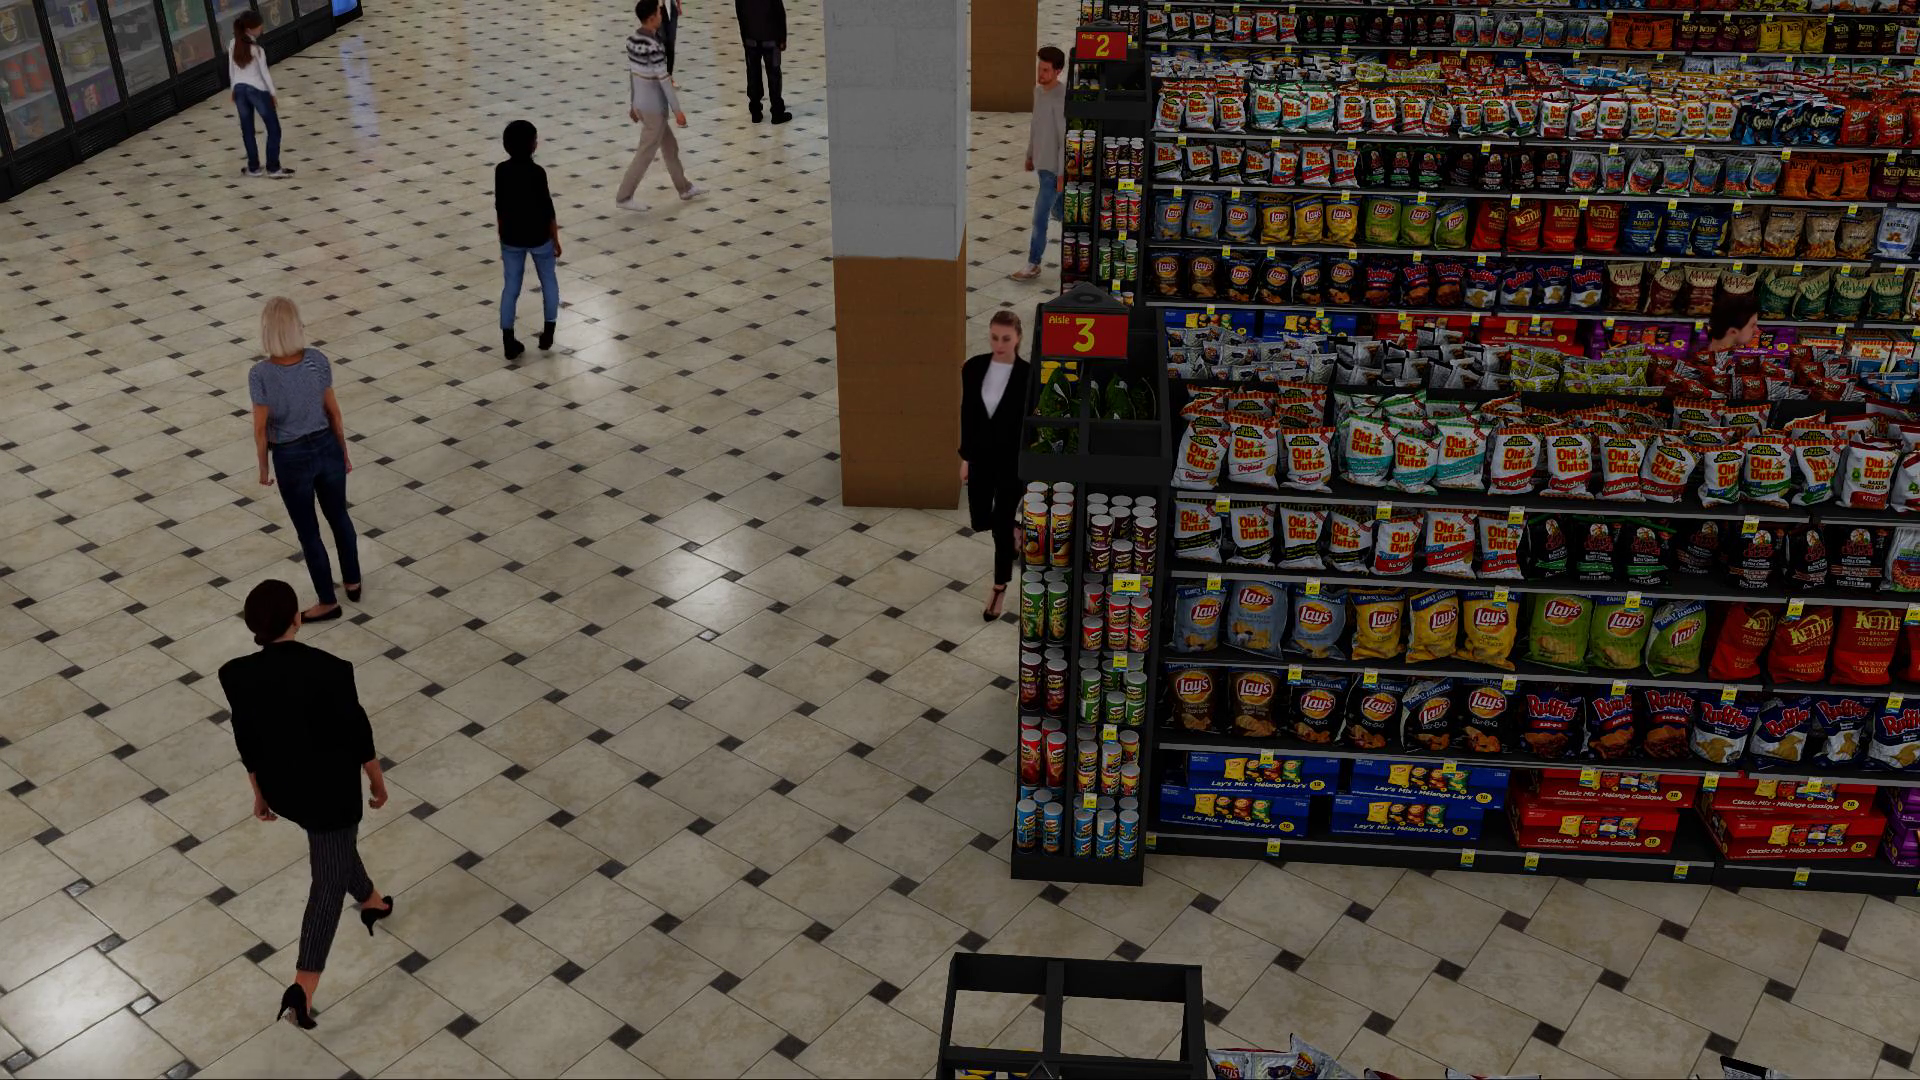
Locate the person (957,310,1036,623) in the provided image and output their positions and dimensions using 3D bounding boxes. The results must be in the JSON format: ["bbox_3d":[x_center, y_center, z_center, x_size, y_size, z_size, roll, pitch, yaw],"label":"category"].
[{"bbox_3d":[0.231,-0.404,8.583,0.858,1.688,0.832,12,31,20],"label":"person"}]

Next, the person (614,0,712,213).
[{"bbox_3d":[-2.778,-3.763,14.609,1.311,1.810,1.153,-16,33,-27],"label":"person"}]

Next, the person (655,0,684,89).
[{"bbox_3d":[-3.410,-6.019,18.777,0.820,1.775,0.883,-23,36,-36],"label":"person"}]

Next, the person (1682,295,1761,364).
[{"bbox_3d":[3.622,-0.369,8.368,0.940,1.833,0.658,3,29,5],"label":"person"}]

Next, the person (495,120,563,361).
[{"bbox_3d":[-3.018,-2.056,11.624,0.550,1.673,0.639,-2,29,-3],"label":"person"}]

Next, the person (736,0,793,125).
[{"bbox_3d":[-2.074,-5.291,17.392,0.605,1.825,0.795,7,30,13],"label":"person"}]

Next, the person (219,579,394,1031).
[{"bbox_3d":[-2.381,0.991,6.042,1.031,1.675,0.702,3,29,6],"label":"person"}]

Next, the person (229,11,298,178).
[{"bbox_3d":[-6.730,-4.196,15.688,0.451,1.535,0.794,-4,29,-7],"label":"person"}]

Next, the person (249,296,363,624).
[{"bbox_3d":[-3.369,-0.403,8.555,0.811,1.714,0.759,21,35,34],"label":"person"}]
